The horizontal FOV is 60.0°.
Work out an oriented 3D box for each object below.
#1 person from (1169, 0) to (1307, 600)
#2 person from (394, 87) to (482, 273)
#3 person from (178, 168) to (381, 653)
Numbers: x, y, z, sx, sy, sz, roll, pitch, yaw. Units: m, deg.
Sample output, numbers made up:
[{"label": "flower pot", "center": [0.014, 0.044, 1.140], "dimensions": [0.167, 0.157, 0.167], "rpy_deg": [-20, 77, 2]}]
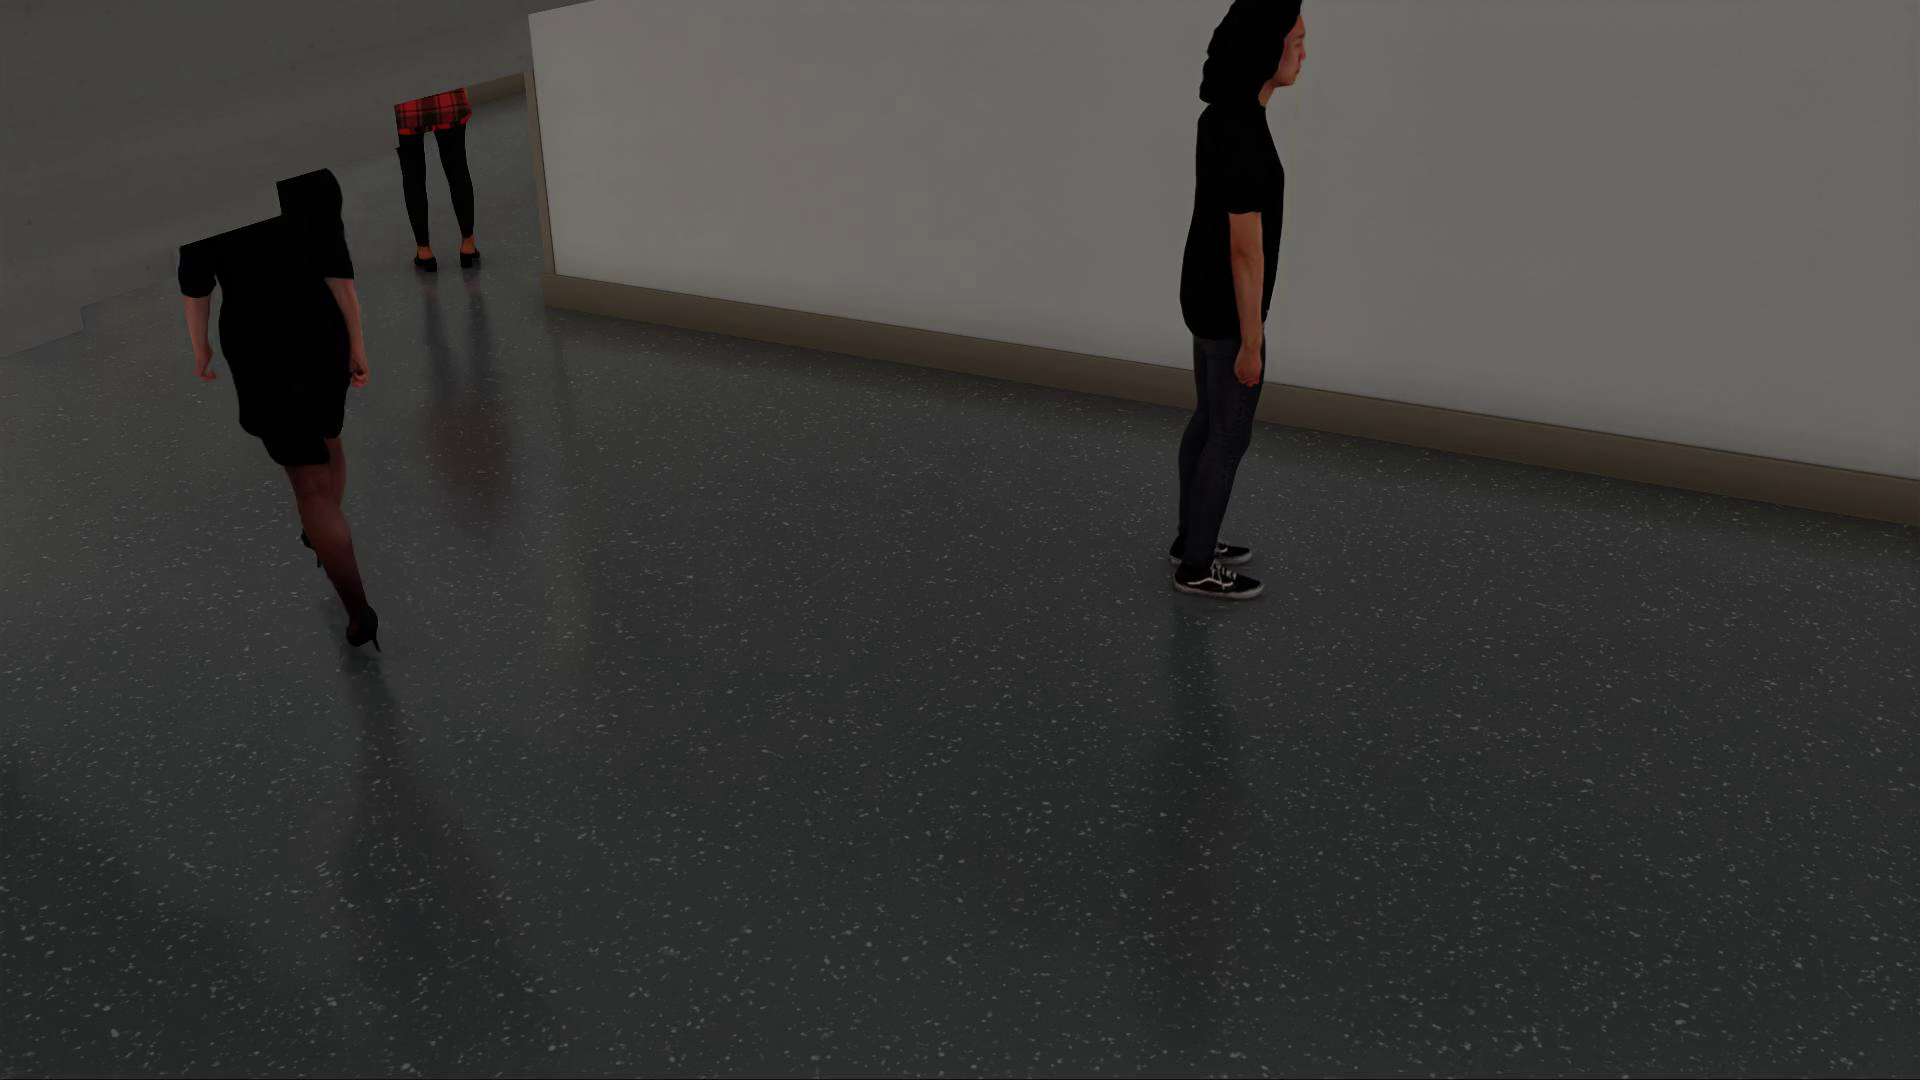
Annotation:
[{"label": "person", "center": [0.781, -0.704, 4.926], "dimensions": [0.701, 1.826, 0.708], "rpy_deg": [-1, 26, -3]}, {"label": "person", "center": [-2.625, -2.173, 8.129], "dimensions": [0.699, 1.703, 0.756], "rpy_deg": [-9, 27, -19]}, {"label": "person", "center": [-1.826, -0.451, 4.597], "dimensions": [0.925, 1.668, 1.114], "rpy_deg": [-18, 31, -32]}]
